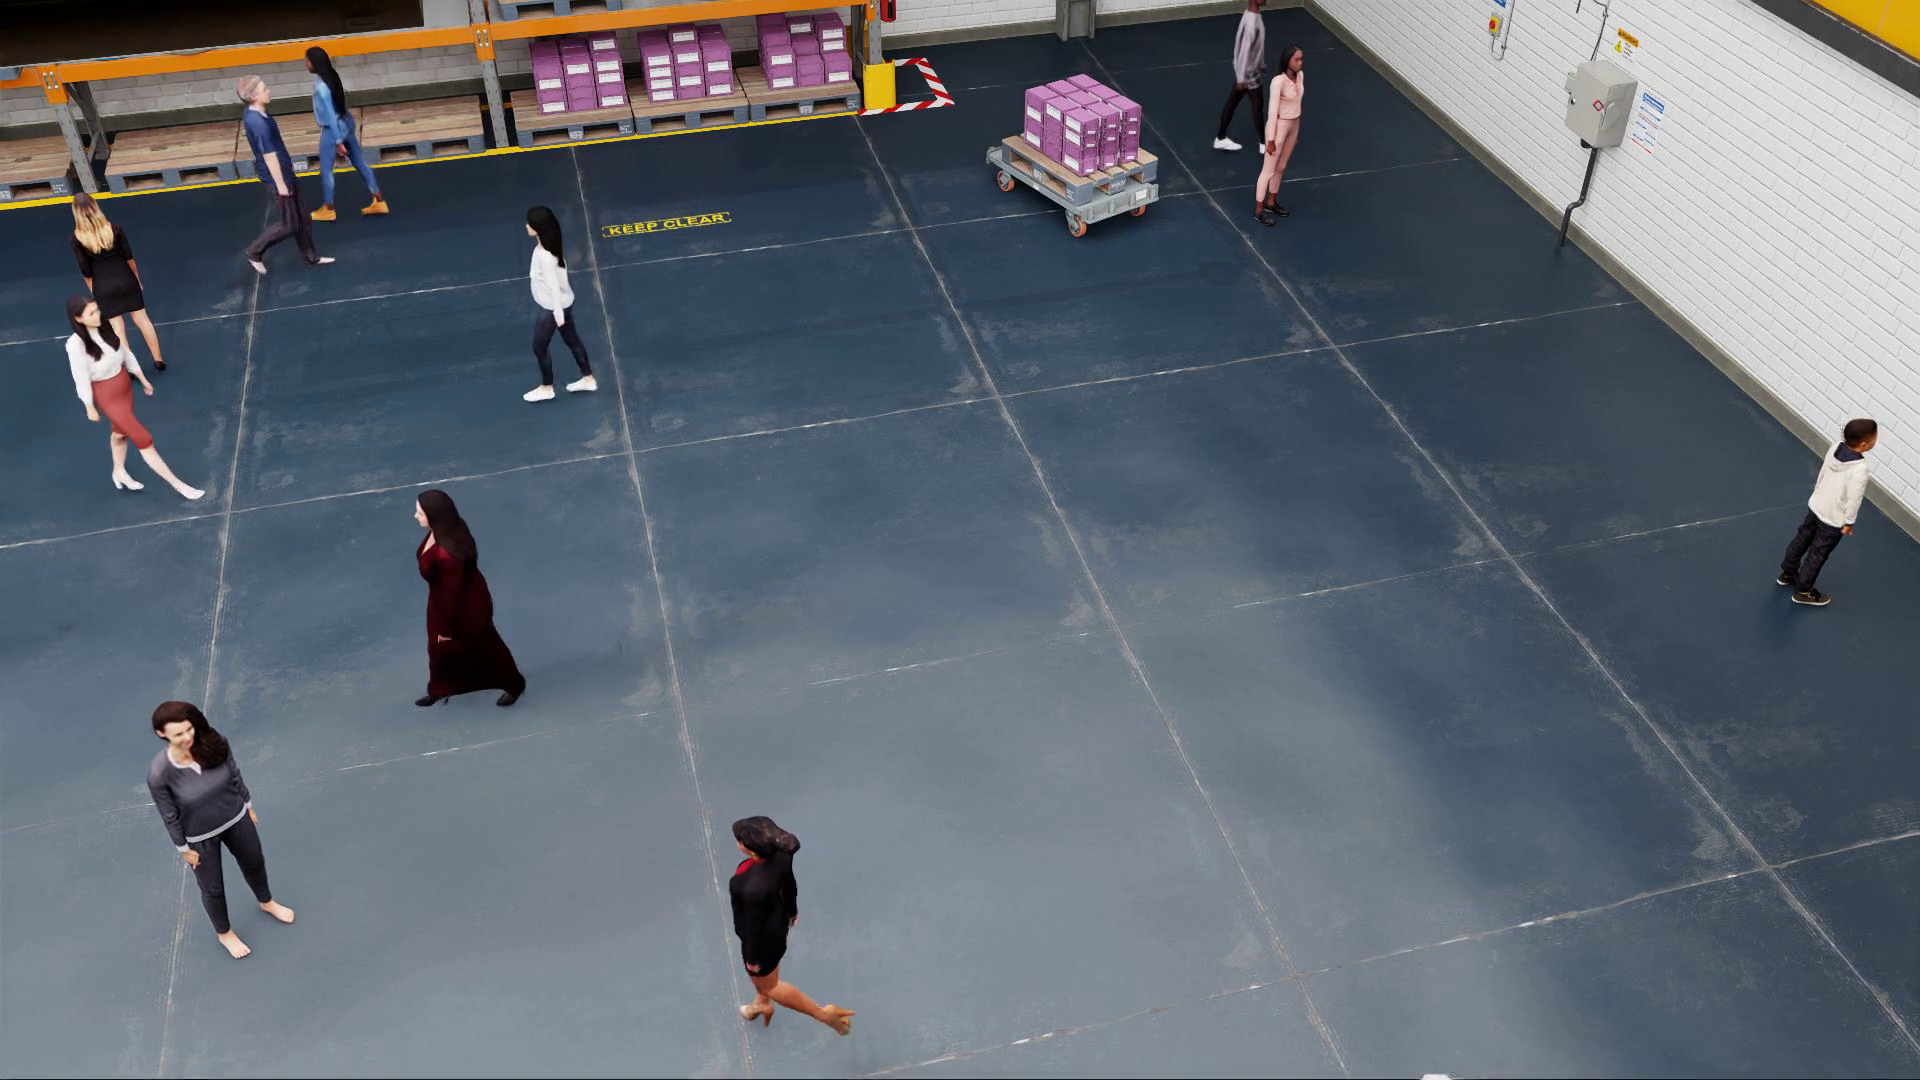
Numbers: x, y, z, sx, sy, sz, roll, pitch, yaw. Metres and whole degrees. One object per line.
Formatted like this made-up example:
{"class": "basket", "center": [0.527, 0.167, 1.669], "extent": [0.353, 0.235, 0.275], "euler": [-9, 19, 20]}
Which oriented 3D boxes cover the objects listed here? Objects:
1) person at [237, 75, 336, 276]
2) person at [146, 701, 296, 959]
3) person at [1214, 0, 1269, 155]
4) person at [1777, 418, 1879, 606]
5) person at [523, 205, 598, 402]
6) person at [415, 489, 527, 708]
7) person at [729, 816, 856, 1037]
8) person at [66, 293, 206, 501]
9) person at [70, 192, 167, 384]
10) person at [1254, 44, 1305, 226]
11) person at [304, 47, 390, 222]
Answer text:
{"class": "person", "center": [-6.112, -3.170, 14.679], "extent": [0.946, 1.852, 0.677], "euler": [-12, 40, -15]}
{"class": "person", "center": [-3.996, 1.514, 8.881], "extent": [0.734, 1.767, 0.651], "euler": [24, 45, 27]}
{"class": "person", "center": [2.786, -4.727, 16.711], "extent": [1.088, 1.749, 0.901], "euler": [7, 39, 8]}
{"class": "person", "center": [5.903, -0.211, 11.291], "extent": [0.564, 1.455, 0.608], "euler": [-4, 39, -5]}
{"class": "person", "center": [-3.118, -1.867, 13.184], "extent": [0.836, 1.682, 0.683], "euler": [-5, 39, -7]}
{"class": "person", "center": [-2.991, 0.385, 10.326], "extent": [0.966, 1.728, 0.752], "euler": [-16, 41, -19]}
{"class": "person", "center": [-0.907, 2.012, 8.375], "extent": [0.998, 1.621, 0.858], "euler": [12, 40, 15]}
{"class": "person", "center": [-6.208, -1.017, 12.097], "extent": [1.136, 1.710, 0.916], "euler": [7, 39, 9]}
{"class": "person", "center": [-6.804, -2.032, 13.394], "extent": [0.519, 1.677, 0.665], "euler": [-25, 45, -28]}
{"class": "person", "center": [3.011, -3.811, 15.588], "extent": [0.756, 1.720, 0.636], "euler": [31, 48, 33]}
{"class": "person", "center": [-5.722, -3.802, 15.602], "extent": [1.016, 1.687, 0.744], "euler": [-1, 39, -2]}
